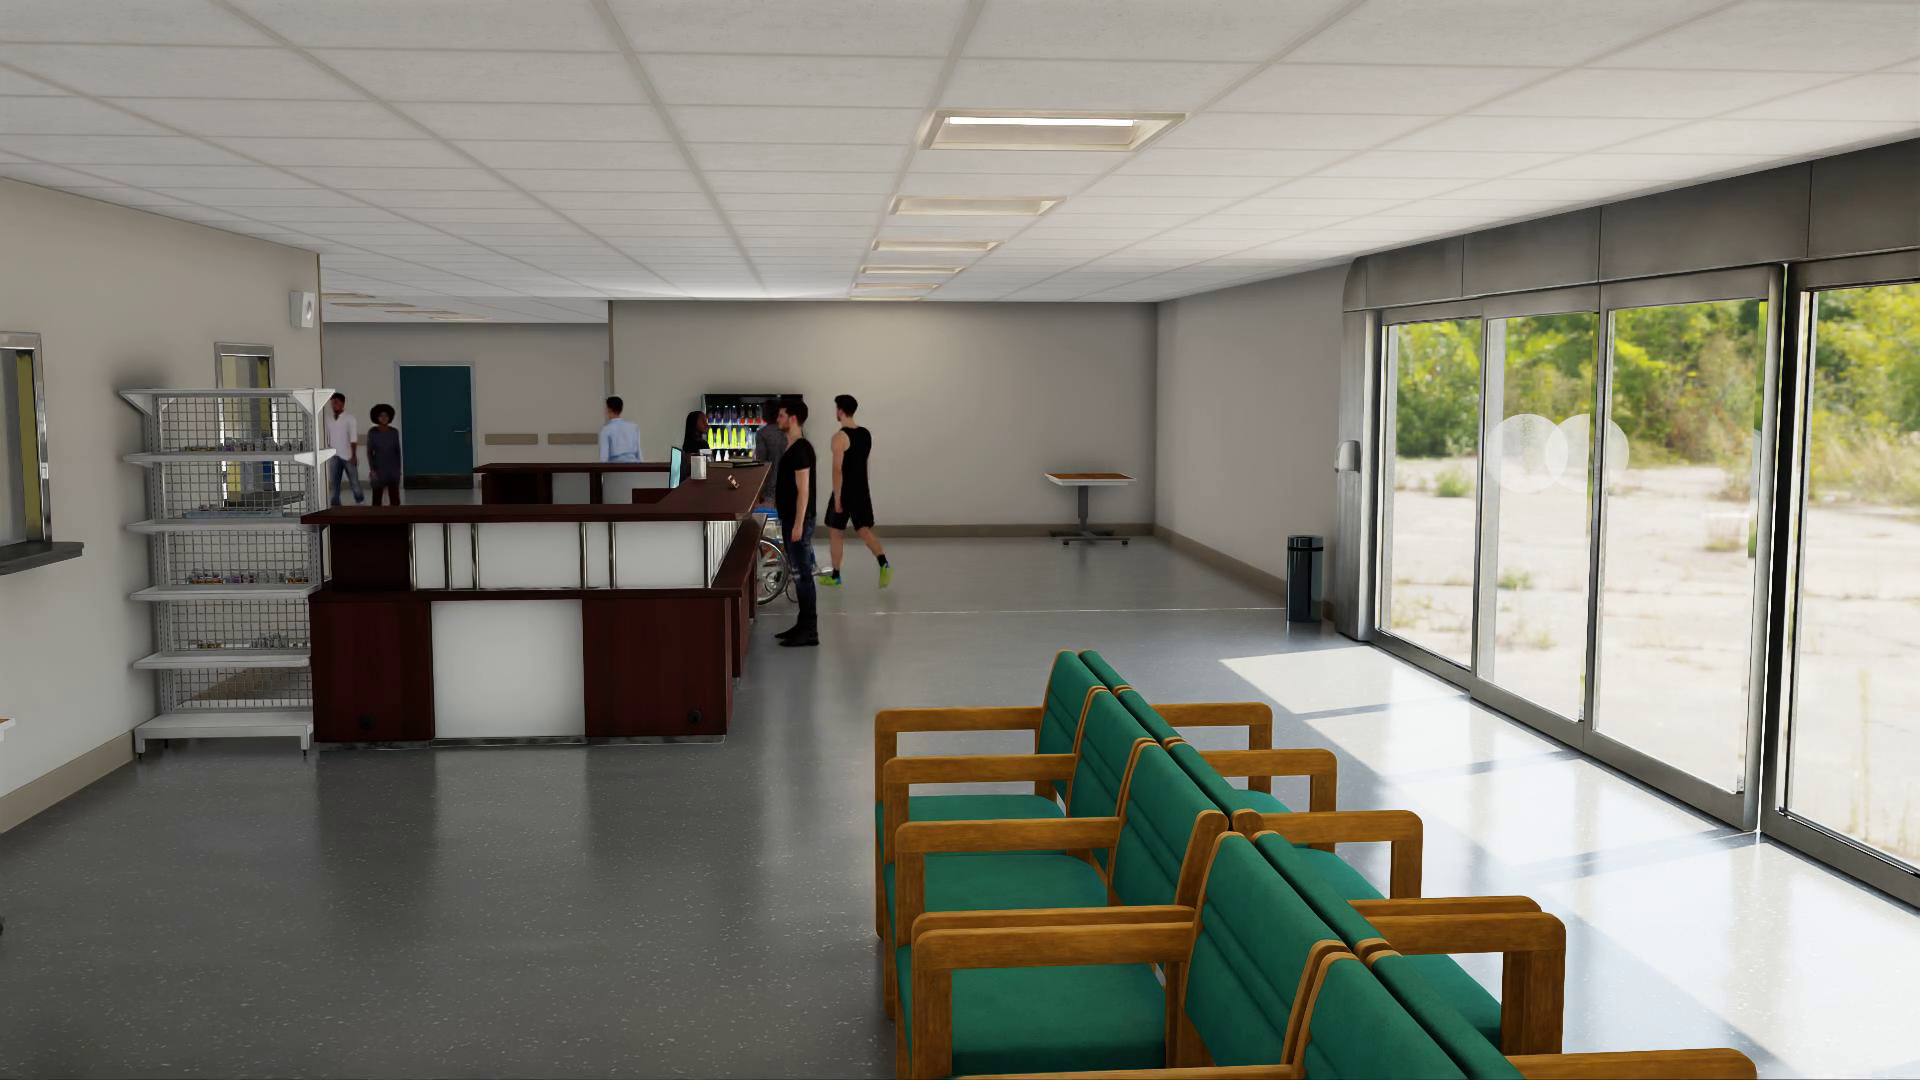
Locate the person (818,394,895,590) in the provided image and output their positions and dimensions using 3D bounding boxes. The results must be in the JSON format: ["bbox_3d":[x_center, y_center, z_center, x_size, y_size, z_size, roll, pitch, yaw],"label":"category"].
[{"bbox_3d":[-0.973,-0.432,15.882,1.180,1.863,1.190,-6,8,-45],"label":"person"}]

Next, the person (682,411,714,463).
[{"bbox_3d":[-2.561,-0.398,16.212,0.689,1.729,0.678,1,6,12],"label":"person"}]

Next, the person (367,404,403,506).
[{"bbox_3d":[-7.309,-0.858,21.052,1.041,1.676,0.942,-4,7,-32],"label":"person"}]

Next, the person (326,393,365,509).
[{"bbox_3d":[-8.978,-1.234,24.314,1.169,1.772,0.820,0,6,2],"label":"person"}]

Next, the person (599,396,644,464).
[{"bbox_3d":[-3.675,-0.654,18.380,0.857,1.805,0.914,-5,8,-43],"label":"person"}]

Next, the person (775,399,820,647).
[{"bbox_3d":[-1.245,-0.141,12.827,0.574,1.895,0.704,-1,6,-11],"label":"person"}]
